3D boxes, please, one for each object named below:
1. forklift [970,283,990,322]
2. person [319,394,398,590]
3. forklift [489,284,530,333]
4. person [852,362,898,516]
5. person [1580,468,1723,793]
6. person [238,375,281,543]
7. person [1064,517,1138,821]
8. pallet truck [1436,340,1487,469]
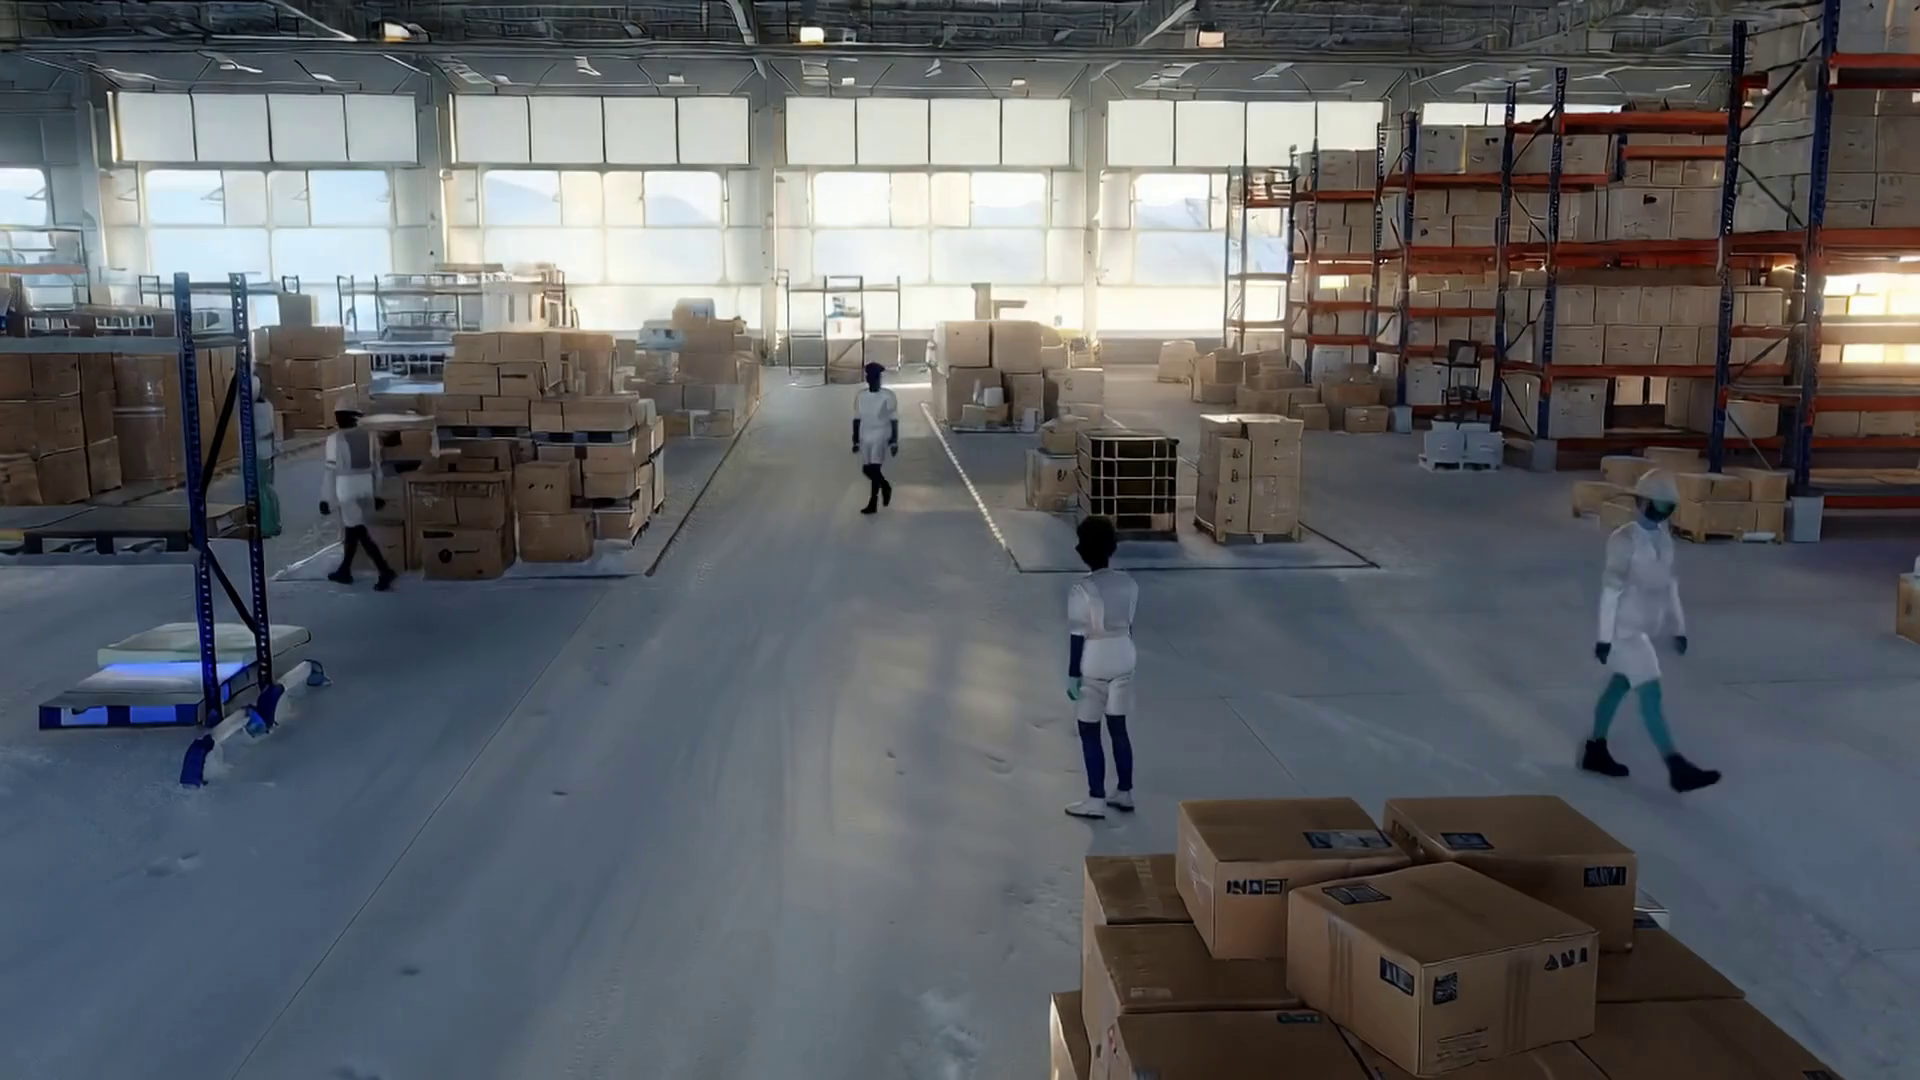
[{"bbox_3d":[0.513,-4.765,39.952,1.873,2.768,1.129,-1,9,-4],"label":"forklift"},{"bbox_3d":[-5.816,-0.462,16.070,1.019,1.891,0.555,5,10,30],"label":"person"},{"bbox_3d":[-9.968,-4.280,36.906,1.129,2.768,1.873,6,11,33],"label":"forklift"},{"bbox_3d":[-1.053,-1.305,21.156,0.614,1.945,0.813,5,11,30],"label":"person"},{"bbox_3d":[4.114,0.528,9.791,0.574,1.891,0.948,-8,12,-41],"label":"person"},{"bbox_3d":[-7.916,-0.913,18.793,0.395,1.913,0.590,1,9,6],"label":"person"},{"bbox_3d":[0.787,0.713,9.271,0.545,1.688,0.322,-8,12,-43],"label":"person"},{"bbox_3d":[8.004,-2.170,26.422,0.823,1.965,1.885,2,9,14],"label":"pallet truck"}]
